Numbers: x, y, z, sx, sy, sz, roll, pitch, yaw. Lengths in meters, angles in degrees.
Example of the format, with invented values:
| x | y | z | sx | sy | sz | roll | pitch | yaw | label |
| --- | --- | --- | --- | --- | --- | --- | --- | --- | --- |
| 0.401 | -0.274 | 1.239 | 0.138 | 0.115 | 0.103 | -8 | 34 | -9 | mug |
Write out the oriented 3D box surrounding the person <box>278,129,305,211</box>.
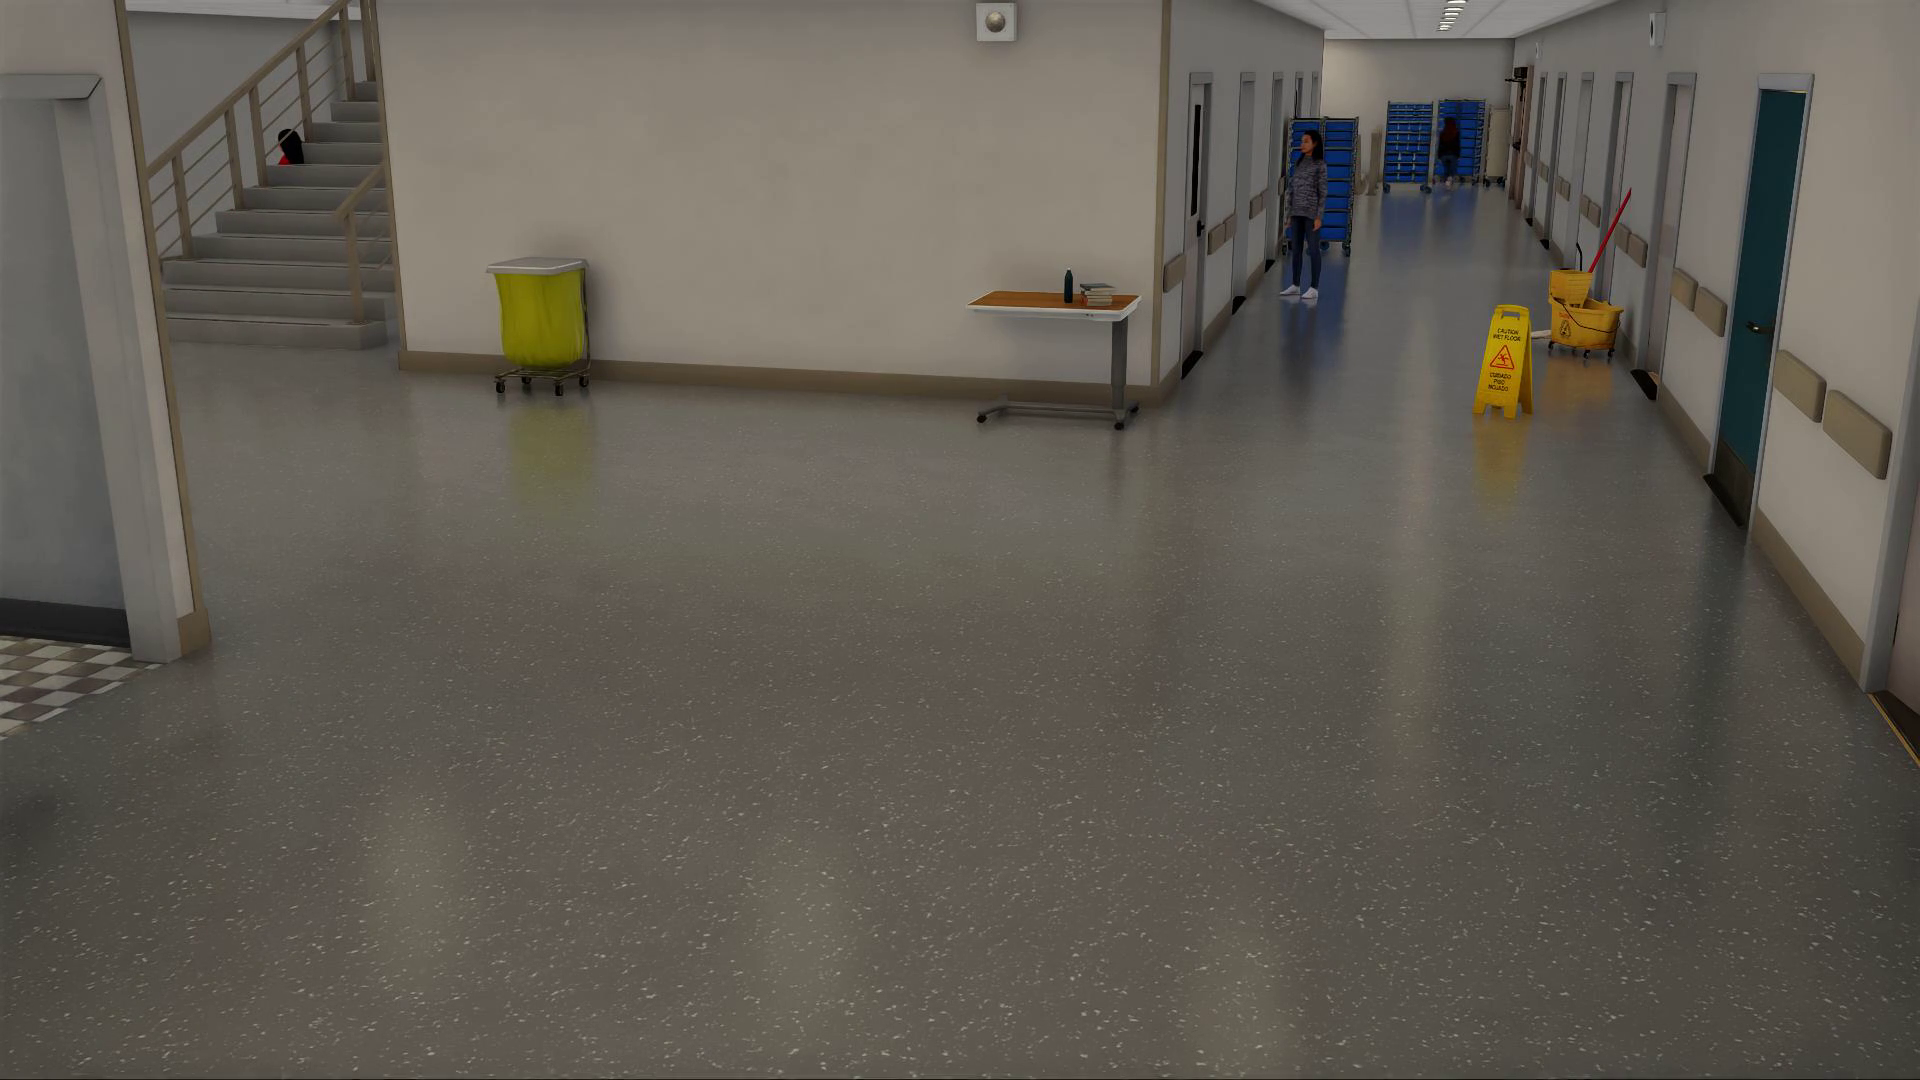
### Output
| x | y | z | sx | sy | sz | roll | pitch | yaw | label |
| --- | --- | --- | --- | --- | --- | --- | --- | --- | --- |
| -6.892 | -3.383 | 17.309 | 0.687 | 1.749 | 0.563 | 3 | 16 | 9 | person |

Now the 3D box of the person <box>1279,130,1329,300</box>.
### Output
| x | y | z | sx | sy | sz | roll | pitch | yaw | label |
| --- | --- | --- | --- | --- | --- | --- | --- | --- | --- |
| 3.661 | -3.435 | 17.525 | 0.719 | 1.733 | 0.686 | -12 | 19 | -35 | person |

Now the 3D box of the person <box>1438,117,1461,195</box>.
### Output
| x | y | z | sx | sy | sz | roll | pitch | yaw | label |
| --- | --- | --- | --- | --- | --- | --- | --- | --- | --- |
| 9.492 | -7.465 | 32.311 | 0.661 | 1.464 | 0.782 | 8 | 18 | 27 | person |
